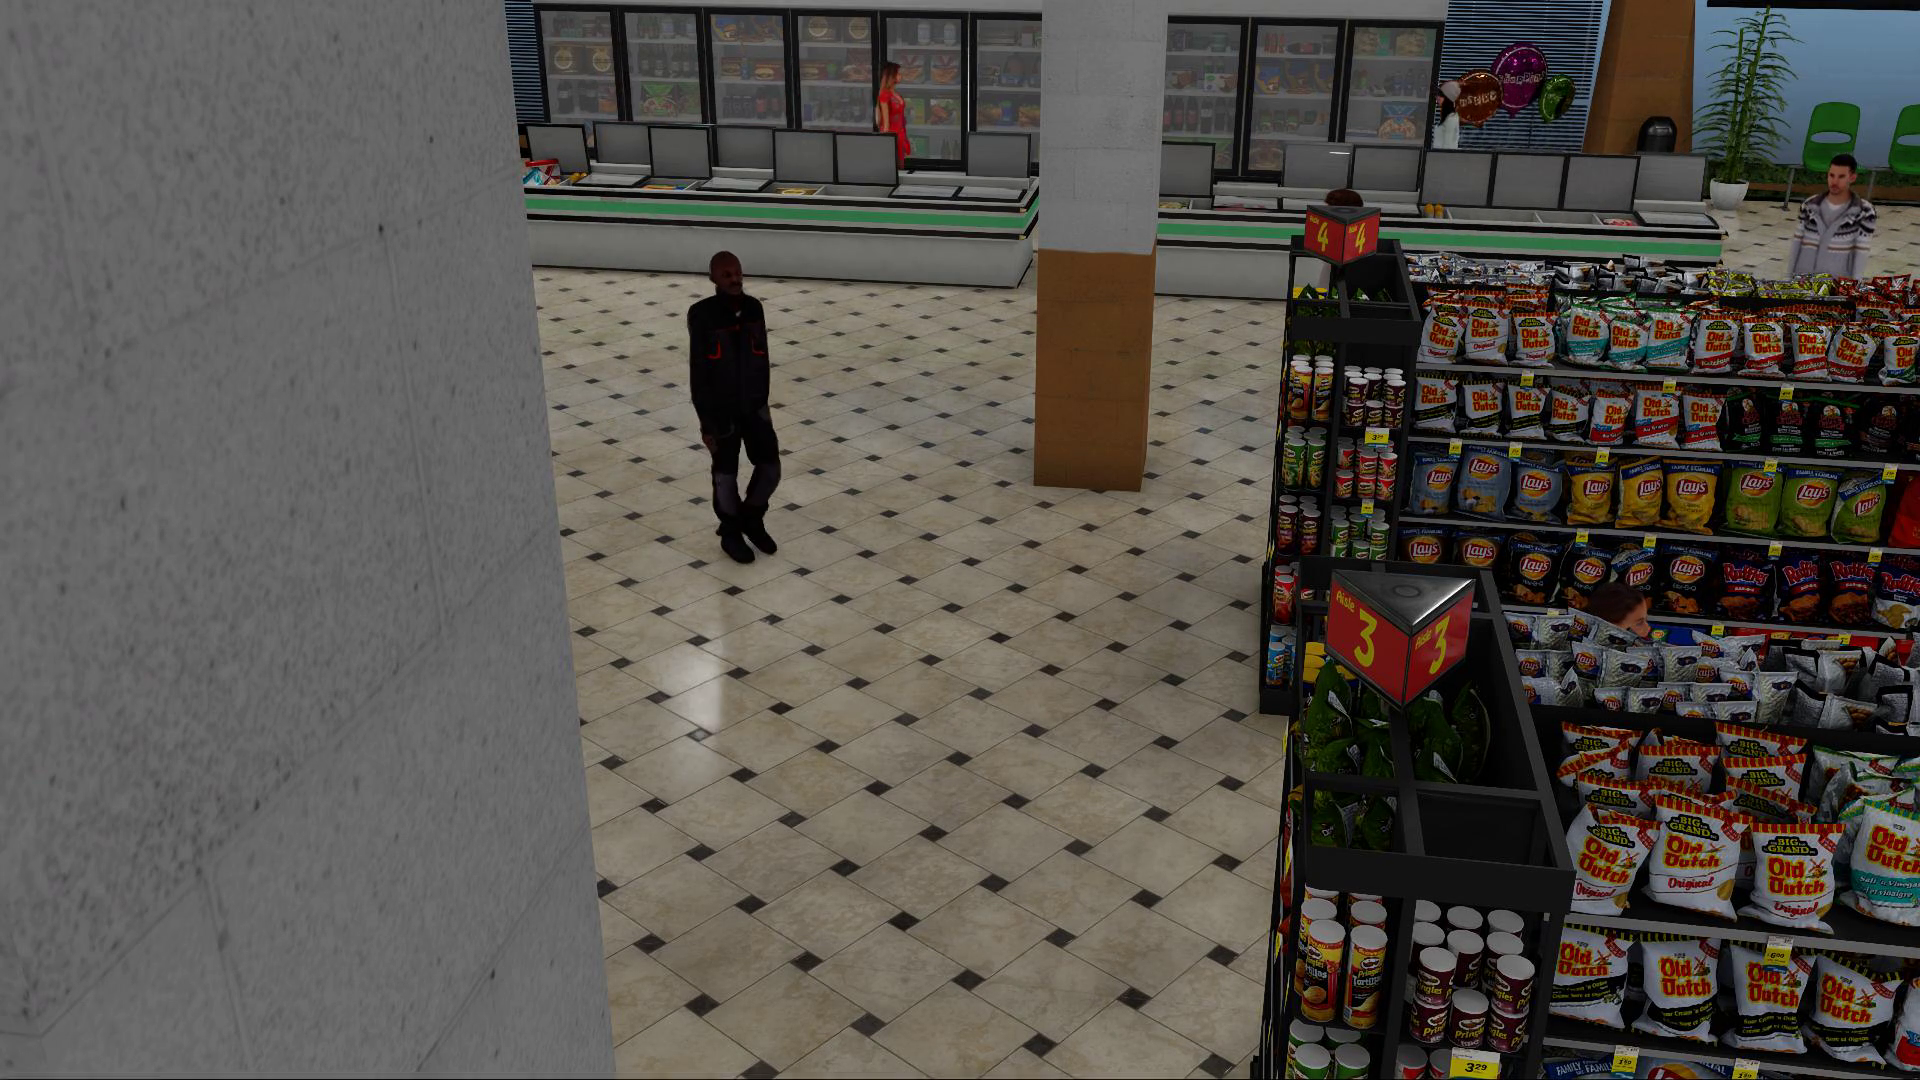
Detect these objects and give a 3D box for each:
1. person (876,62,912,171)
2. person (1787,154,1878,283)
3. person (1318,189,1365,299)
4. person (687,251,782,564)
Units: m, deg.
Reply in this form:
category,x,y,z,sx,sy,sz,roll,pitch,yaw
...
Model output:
category,x,y,z,sx,sy,sz,roll,pitch,yaw
person,-0.799,-4.317,17.906,0.870,1.582,0.669,8,25,18
person,6.236,-1.844,11.962,1.209,1.817,1.155,20,31,38
person,2.407,-1.275,10.559,0.643,1.898,0.706,9,25,19
person,-1.340,-0.772,9.518,0.824,1.811,0.891,-15,28,-30
